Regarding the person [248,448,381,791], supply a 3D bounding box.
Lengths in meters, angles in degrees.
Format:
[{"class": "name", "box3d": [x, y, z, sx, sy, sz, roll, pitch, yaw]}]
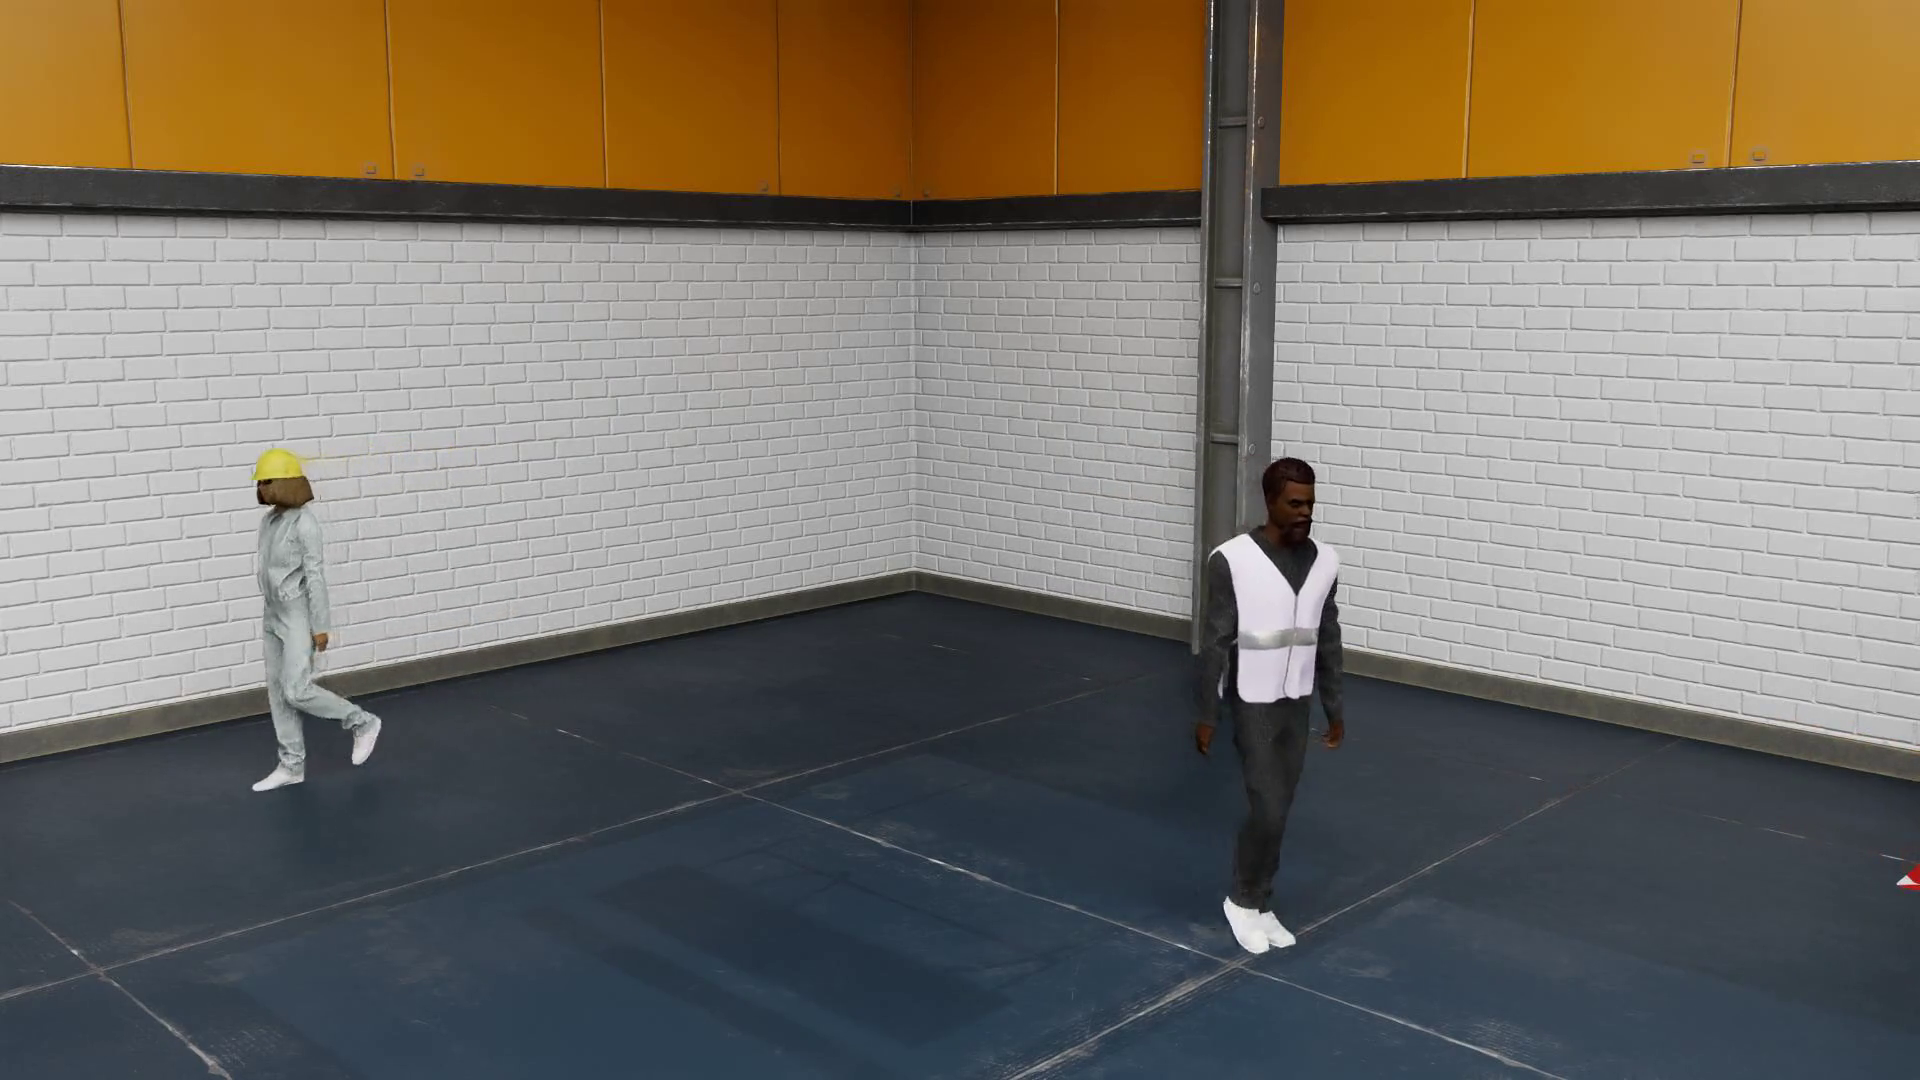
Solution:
[{"class": "person", "box3d": [-3.308, 0.390, 8.385, 0.490, 1.729, 0.550, 9, 13, 43]}]

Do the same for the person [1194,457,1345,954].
[{"class": "person", "box3d": [1.214, 0.633, 6.338, 0.636, 1.902, 0.499, -5, 11, -30]}]
